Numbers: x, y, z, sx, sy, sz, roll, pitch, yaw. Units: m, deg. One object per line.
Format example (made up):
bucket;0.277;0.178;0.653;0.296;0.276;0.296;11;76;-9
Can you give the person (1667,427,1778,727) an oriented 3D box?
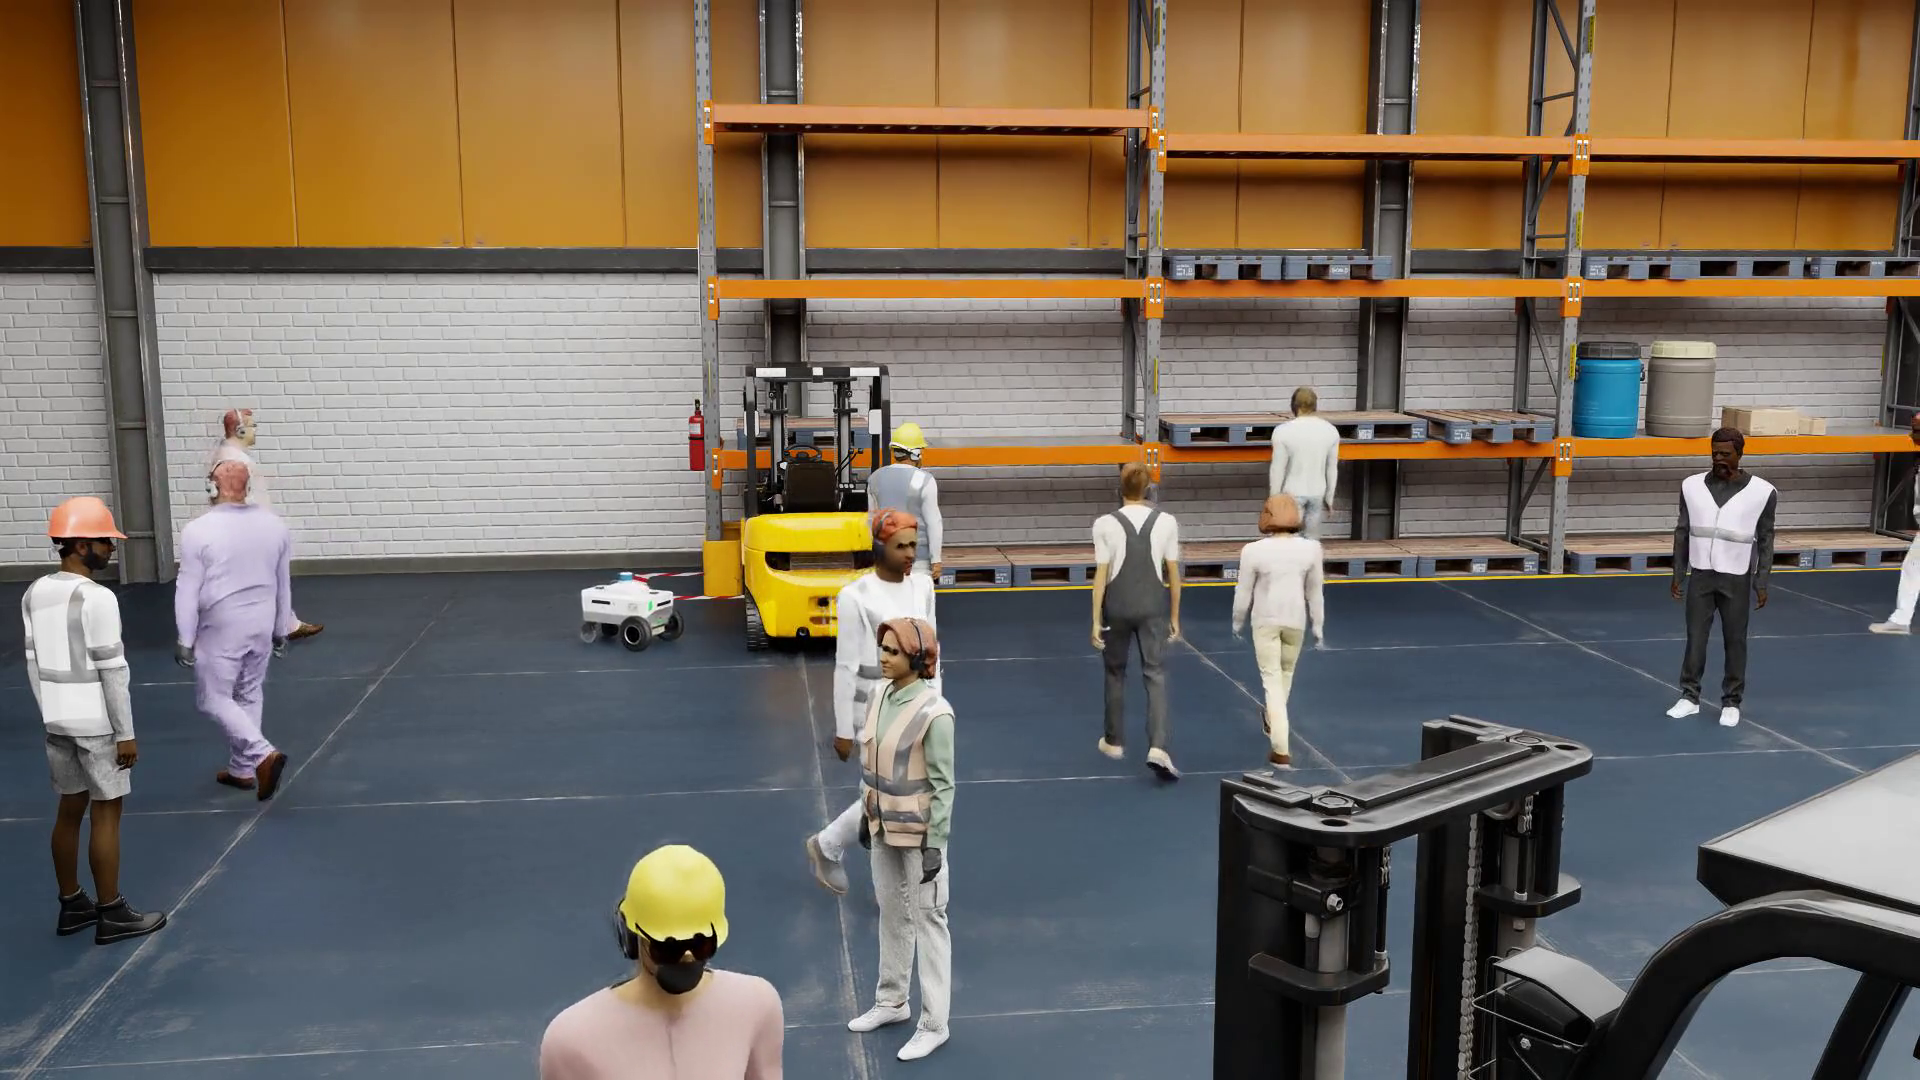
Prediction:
person;4.890;0.227;10.686;0.597;1.916;0.371;8;12;40

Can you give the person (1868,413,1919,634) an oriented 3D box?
person;7.762;-0.105;13.056;0.903;1.838;0.621;6;11;32

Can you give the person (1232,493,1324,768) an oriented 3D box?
person;1.876;0.505;9.953;0.506;1.584;0.866;-1;9;-9

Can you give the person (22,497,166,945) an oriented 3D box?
person;-3.764;0.774;7.215;0.551;1.933;0.368;5;10;27

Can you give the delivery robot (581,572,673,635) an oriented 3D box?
delivery robot;-2.596;0.495;12.962;0.707;0.478;0.477;4;10;26

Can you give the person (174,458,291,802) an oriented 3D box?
person;-3.942;0.492;9.112;0.725;1.888;0.652;5;10;30

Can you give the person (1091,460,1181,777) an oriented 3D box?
person;1.027;0.453;9.653;0.546;1.811;0.820;-1;9;-4

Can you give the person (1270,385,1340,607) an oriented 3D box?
person;2.955;-0.368;14.368;0.637;1.943;0.411;-3;10;-17

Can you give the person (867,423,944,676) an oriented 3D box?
person;-0.368;0.080;11.867;0.600;1.831;0.404;6;11;33

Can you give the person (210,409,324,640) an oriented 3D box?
person;-5.488;-0.080;12.802;0.987;1.856;0.669;-6;11;-31

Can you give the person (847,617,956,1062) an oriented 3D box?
person;-0.200;1.087;6.174;0.307;1.645;0.513;-7;11;-37

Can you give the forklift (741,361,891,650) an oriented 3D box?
forklift;-1.154;-0.340;13.365;1.214;2.155;2.313;-1;9;-7

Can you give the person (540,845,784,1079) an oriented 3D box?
person;-0.621;1.460;3.515;0.522;1.751;0.472;-5;10;-28

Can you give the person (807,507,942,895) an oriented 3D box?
person;-0.366;0.770;7.471;0.550;1.869;0.575;7;12;38

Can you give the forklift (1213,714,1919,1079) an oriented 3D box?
forklift;1.441;1.425;2.350;1.214;2.155;2.313;-7;12;-39
